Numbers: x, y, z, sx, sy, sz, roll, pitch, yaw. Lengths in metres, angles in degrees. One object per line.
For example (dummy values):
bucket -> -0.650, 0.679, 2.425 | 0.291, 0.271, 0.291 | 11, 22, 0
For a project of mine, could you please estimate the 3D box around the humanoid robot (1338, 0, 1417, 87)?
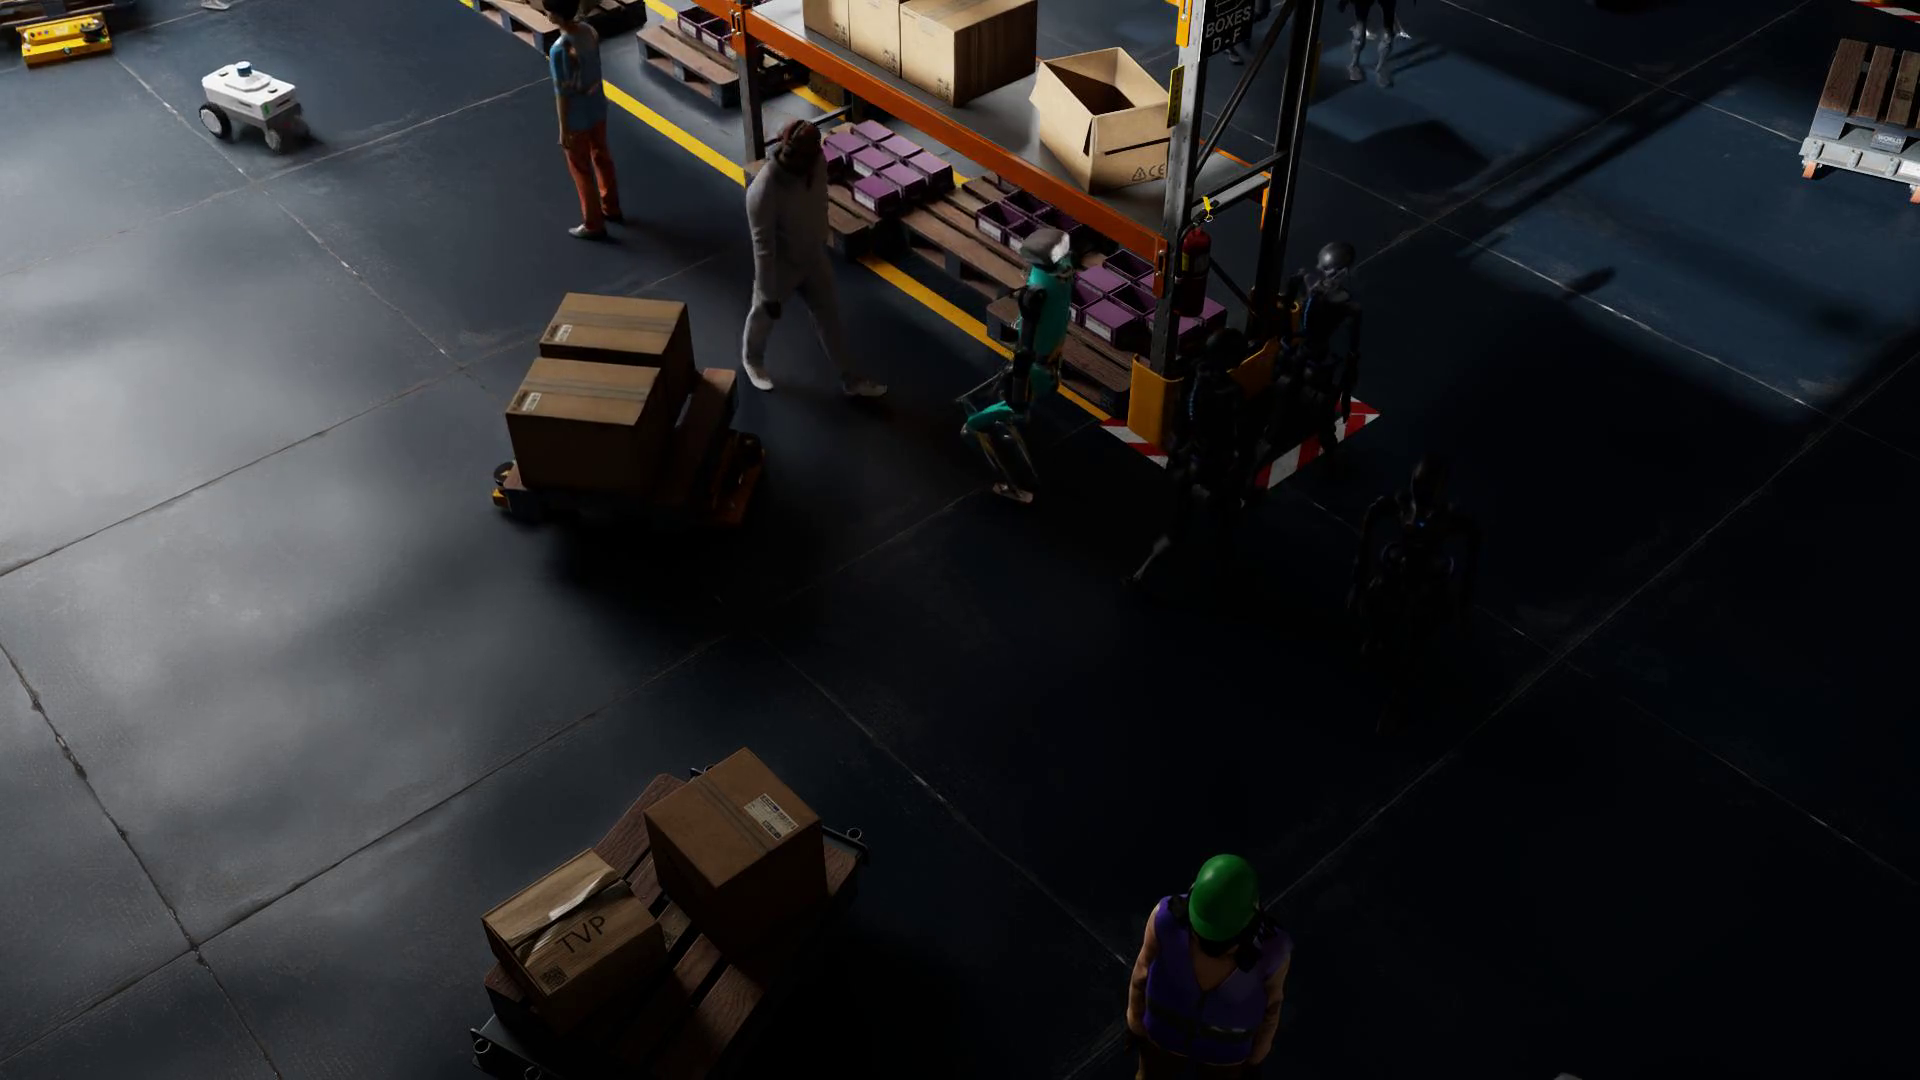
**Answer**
humanoid robot -> 3.201, -4.275, 12.708 | 0.600, 1.634, 0.419 | -5, 43, -6

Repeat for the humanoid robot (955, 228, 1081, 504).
humanoid robot -> 0.257, -0.903, 9.007 | 0.708, 1.813, 0.542 | 20, 46, 20

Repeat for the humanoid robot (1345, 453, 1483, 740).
humanoid robot -> 2.162, 0.205, 7.842 | 0.615, 1.642, 0.499 | 16, 45, 16

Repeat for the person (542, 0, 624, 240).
person -> -2.523, -2.850, 11.097 | 0.321, 1.757, 0.503 | 17, 45, 18

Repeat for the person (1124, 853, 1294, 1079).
person -> 0.859, 1.744, 5.970 | 0.529, 1.931, 0.410 | 11, 44, 12

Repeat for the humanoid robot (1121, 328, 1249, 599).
humanoid robot -> 1.215, -0.355, 8.492 | 0.736, 1.649, 0.611 | -19, 46, -20

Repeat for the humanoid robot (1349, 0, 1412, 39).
humanoid robot -> 3.412, -4.854, 13.307 | 0.788, 1.793, 0.539 | 24, 48, 24

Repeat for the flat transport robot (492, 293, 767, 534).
flat transport robot -> -1.884, -0.398, 9.528 | 1.431, 0.231, 0.659 | 6, 43, 6

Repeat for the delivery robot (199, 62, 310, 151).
delivery robot -> -5.305, -3.286, 12.463 | 0.795, 0.602, 0.499 | 22, 47, 22

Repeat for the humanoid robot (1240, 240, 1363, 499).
humanoid robot -> 1.910, -0.933, 9.109 | 0.769, 1.638, 0.584 | -29, 50, -28

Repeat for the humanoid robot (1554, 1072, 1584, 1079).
humanoid robot -> 1.996, 2.170, 5.689 | 0.537, 1.773, 1.004 | 21, 46, 21

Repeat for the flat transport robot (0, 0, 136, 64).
flat transport robot -> -7.518, -4.405, 13.886 | 0.659, 0.231, 1.431 | -18, 46, -19

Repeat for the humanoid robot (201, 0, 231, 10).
humanoid robot -> -6.421, -5.193, 13.668 | 0.660, 1.811, 0.539 | 4, 43, 5

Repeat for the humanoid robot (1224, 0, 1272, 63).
humanoid robot -> 2.283, -4.592, 13.040 | 0.611, 1.644, 0.420 | -11, 44, -12

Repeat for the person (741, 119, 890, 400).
person -> -0.928, -1.596, 9.668 | 1.013, 1.839, 0.726 | 26, 49, 26
